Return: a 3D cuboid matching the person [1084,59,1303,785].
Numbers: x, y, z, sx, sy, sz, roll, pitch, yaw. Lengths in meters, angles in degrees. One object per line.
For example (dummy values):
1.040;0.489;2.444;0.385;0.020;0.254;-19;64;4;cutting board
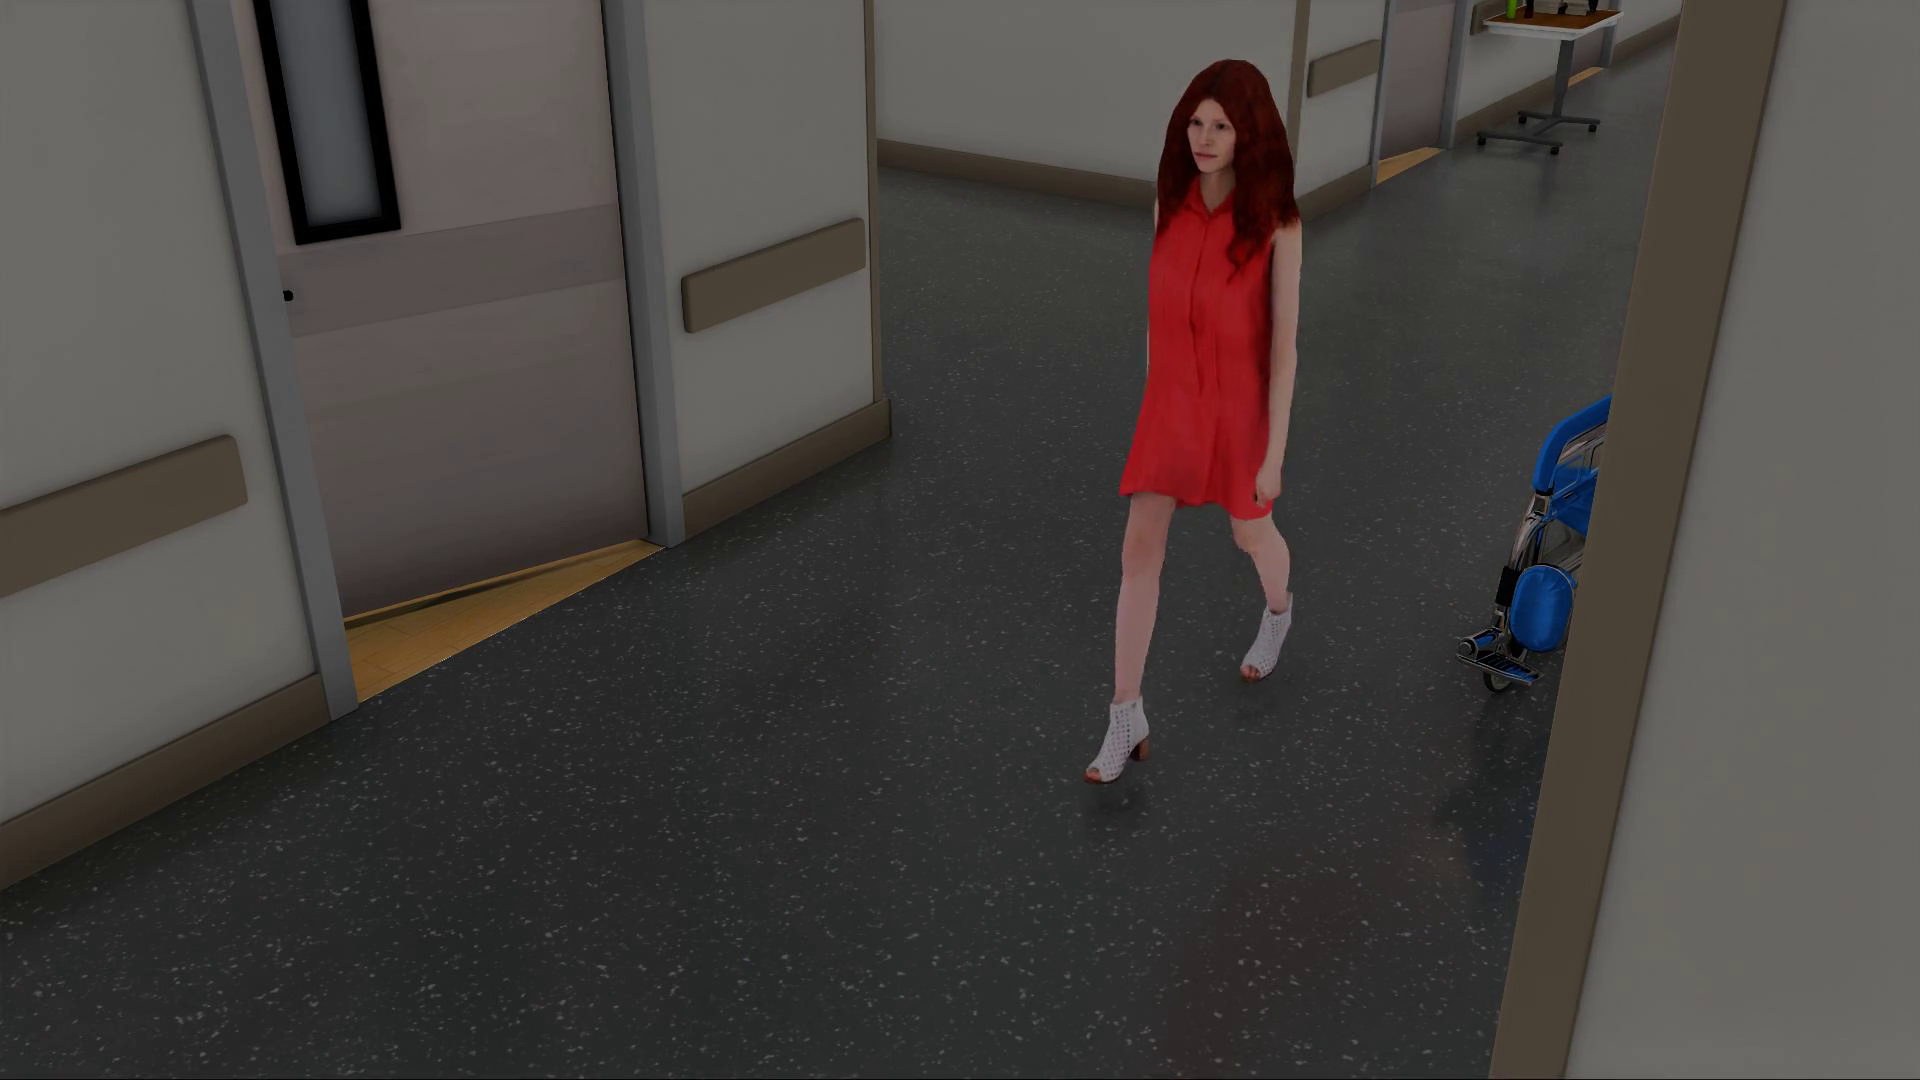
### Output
0.702;-0.282;4.223;0.609;1.777;1.128;18;31;33;person
